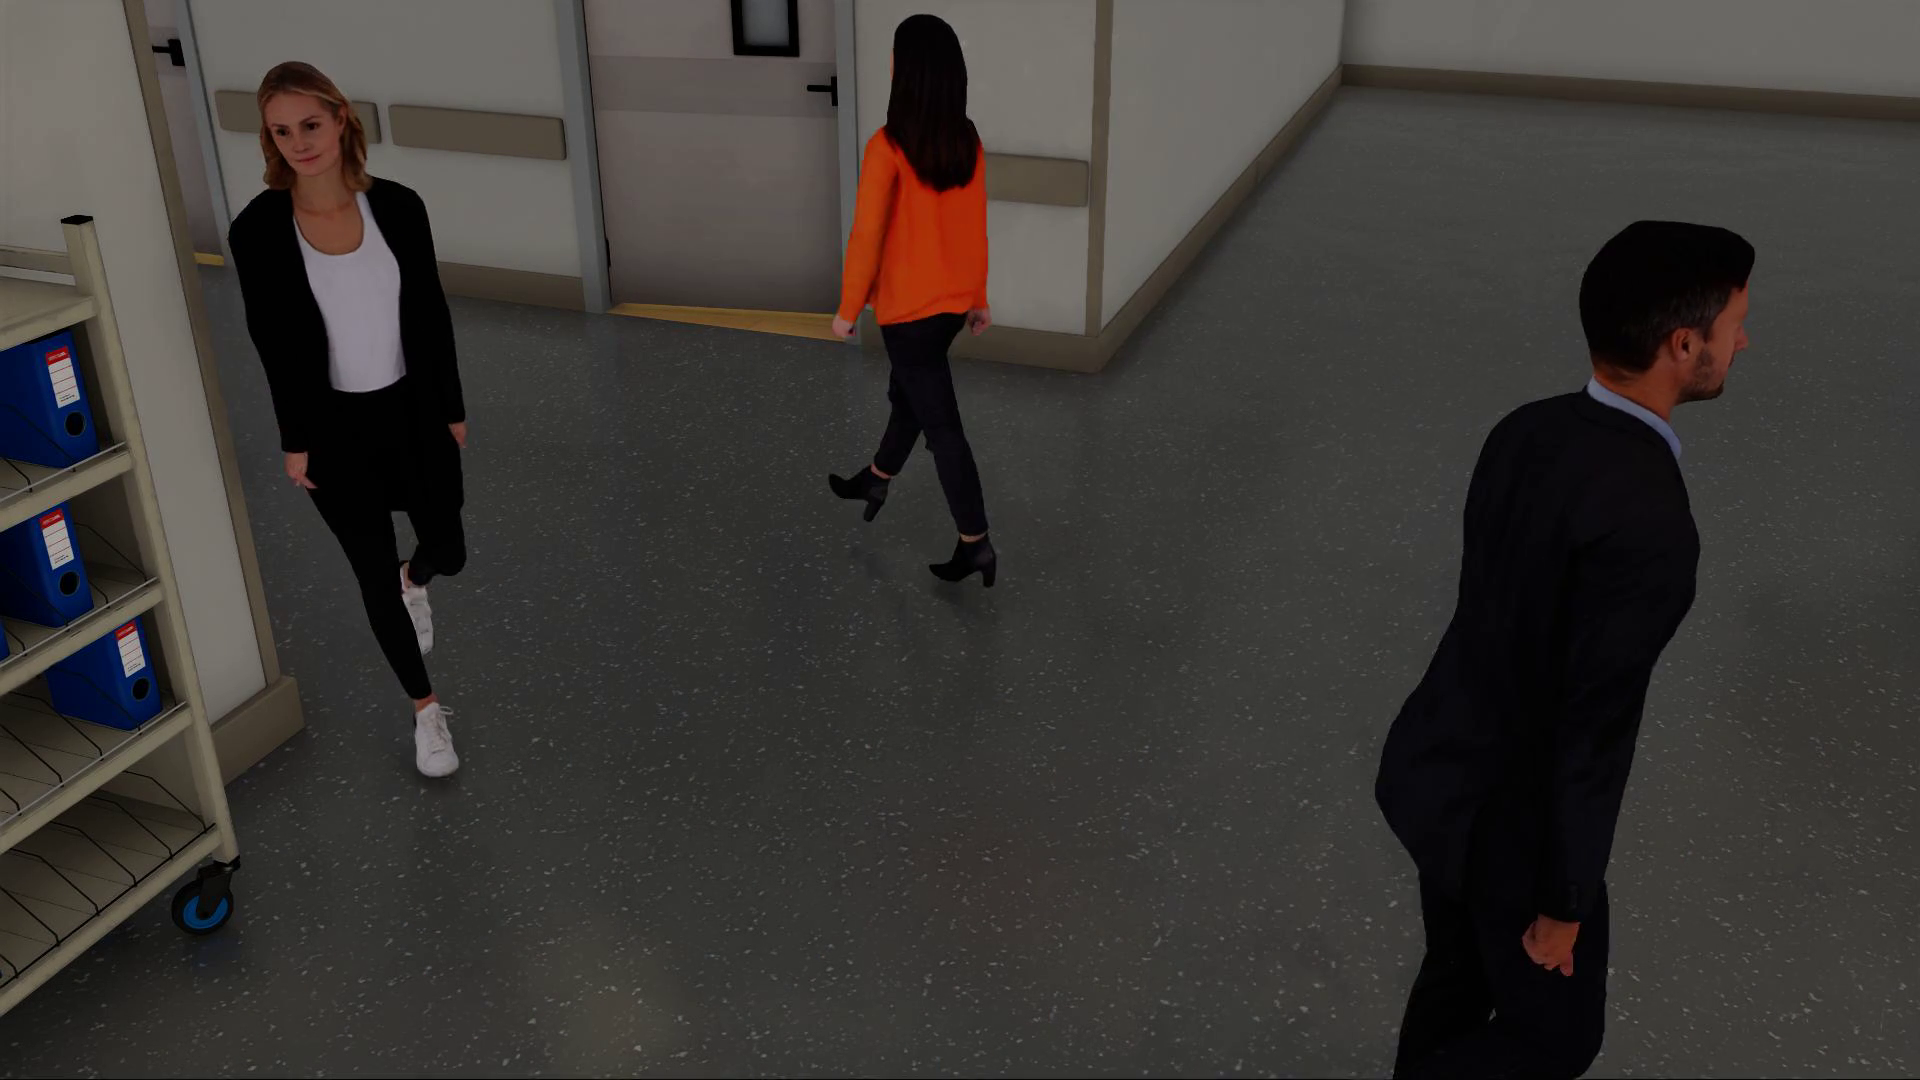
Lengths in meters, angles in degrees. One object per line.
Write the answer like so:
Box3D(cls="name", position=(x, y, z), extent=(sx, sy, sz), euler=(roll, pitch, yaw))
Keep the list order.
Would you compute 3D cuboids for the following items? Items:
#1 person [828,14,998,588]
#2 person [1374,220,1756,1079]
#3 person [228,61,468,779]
Box3D(cls="person", position=(-0.039, -0.651, 4.998), extent=(0.888, 1.717, 1.056), euler=(18, 31, 32))
Box3D(cls="person", position=(0.788, 0.428, 2.619), extent=(0.935, 1.842, 0.927), euler=(-4, 26, -8))
Box3D(cls="person", position=(-1.495, -0.281, 4.157), extent=(0.960, 1.782, 0.983), euler=(-16, 30, -30))
